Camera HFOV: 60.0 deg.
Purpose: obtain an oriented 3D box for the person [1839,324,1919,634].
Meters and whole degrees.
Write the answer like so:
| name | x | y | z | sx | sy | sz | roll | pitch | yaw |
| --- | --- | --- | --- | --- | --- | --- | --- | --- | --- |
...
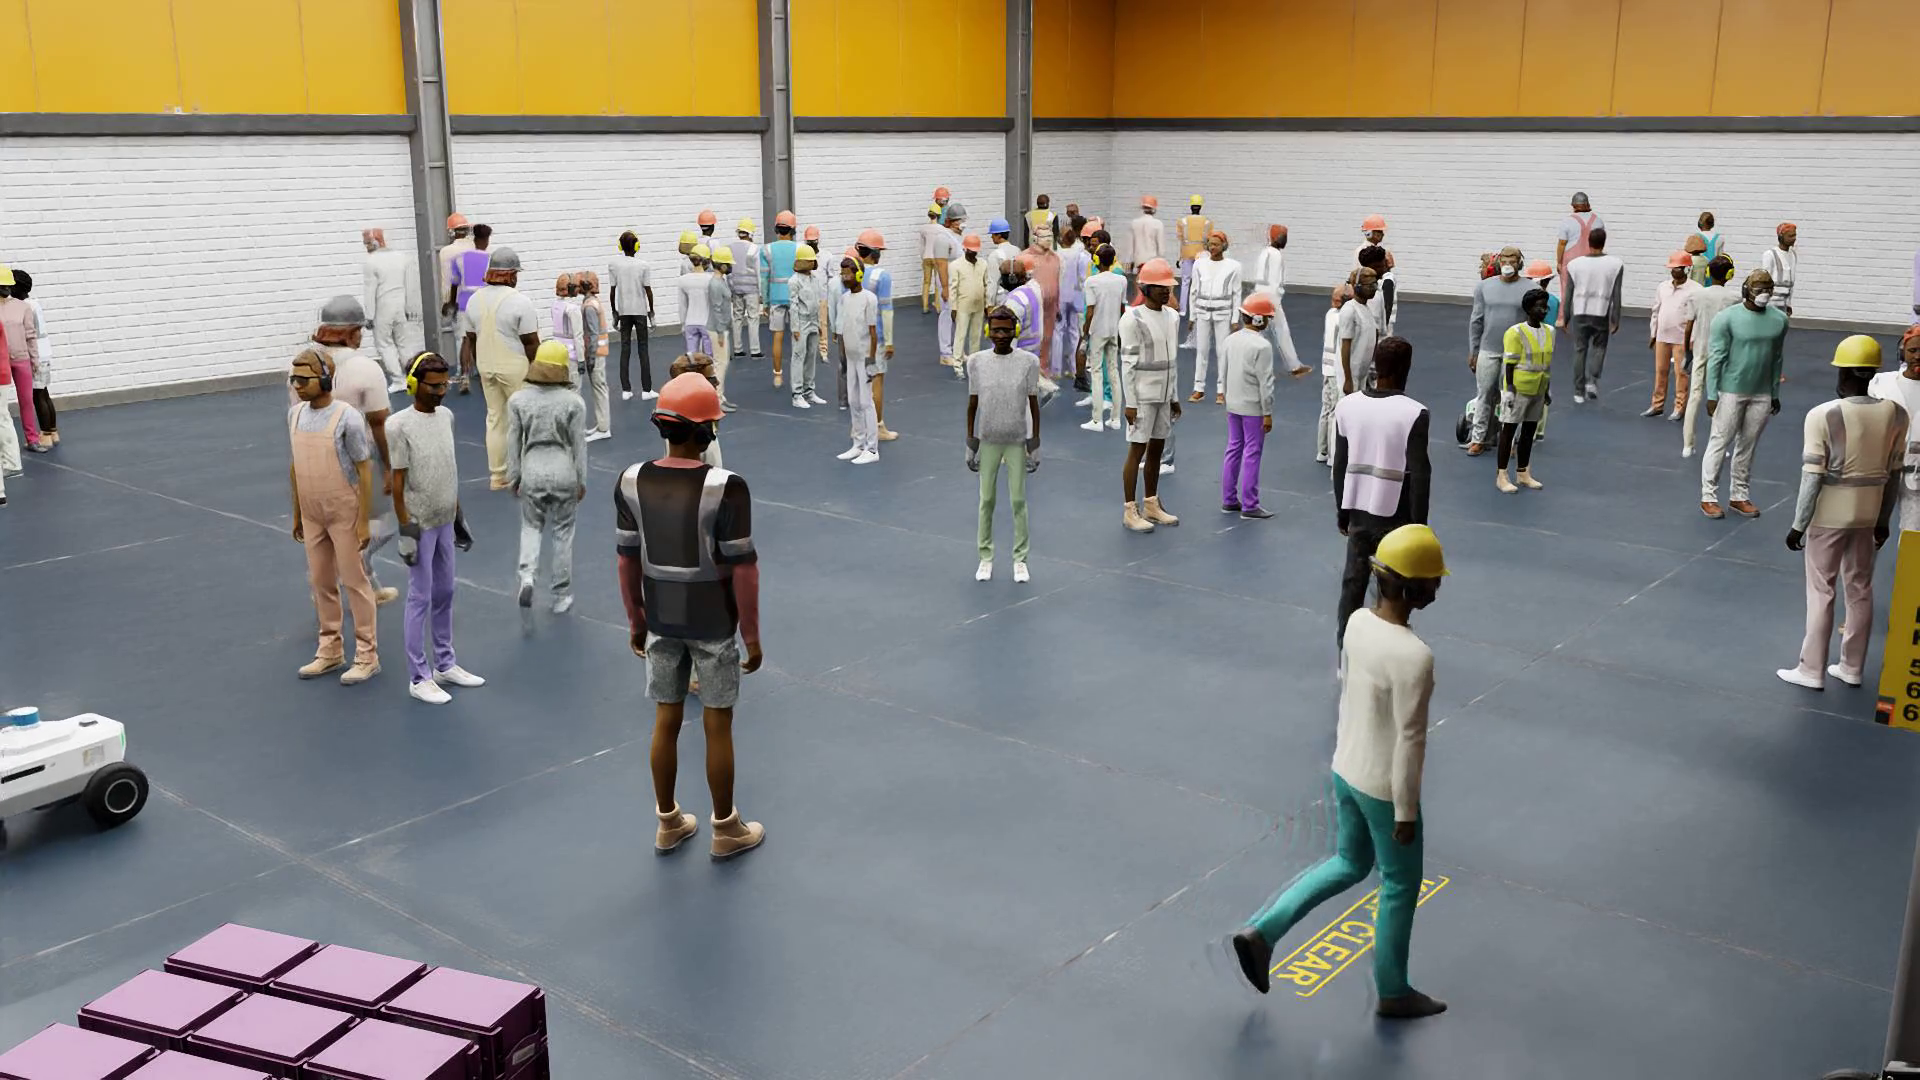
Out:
| name | x | y | z | sx | sy | sz | roll | pitch | yaw |
| --- | --- | --- | --- | --- | --- | --- | --- | --- | --- |
| person | 5.565 | -0.336 | 9.837 | 0.575 | 1.883 | 0.355 | 7 | 16 | 25 |

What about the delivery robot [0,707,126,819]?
| name | x | y | z | sx | sy | sz | roll | pitch | yaw |
| --- | --- | --- | --- | --- | --- | --- | --- | --- | --- |
| delivery robot | -3.995 | 0.961 | 7.157 | 0.477 | 0.478 | 0.707 | 9 | 17 | 32 |

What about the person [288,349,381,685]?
| name | x | y | z | sx | sy | sz | roll | pitch | yaw |
| --- | --- | --- | --- | --- | --- | --- | --- | --- | --- |
| person | -3.432 | -0.125 | 9.067 | 0.518 | 1.844 | 0.329 | 6 | 15 | 22 |

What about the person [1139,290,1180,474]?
| name | x | y | z | sx | sy | sz | roll | pitch | yaw |
| --- | --- | --- | --- | --- | --- | --- | --- | --- | --- |
| person | 1.756 | -1.393 | 14.565 | 0.285 | 1.633 | 0.497 | -3 | 14 | -10 |

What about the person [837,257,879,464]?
| name | x | y | z | sx | sy | sz | roll | pitch | yaw |
| --- | --- | --- | --- | --- | --- | --- | --- | --- | --- |
| person | -0.929 | -1.618 | 15.025 | 0.346 | 1.857 | 0.523 | -11 | 18 | -37 |

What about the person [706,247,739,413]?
| name | x | y | z | sx | sy | sz | roll | pitch | yaw |
| --- | --- | --- | --- | --- | --- | --- | --- | --- | --- |
| person | -2.520 | -2.224 | 17.652 | 0.342 | 1.754 | 0.531 | -1 | 14 | -3 |

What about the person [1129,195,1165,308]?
| name | x | y | z | sx | sy | sz | roll | pitch | yaw |
| --- | --- | --- | --- | --- | --- | --- | --- | --- | --- |
| person | 2.846 | -4.306 | 25.550 | 0.622 | 1.967 | 0.925 | 14 | 19 | 43 |

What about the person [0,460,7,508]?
| name | x | y | z | sx | sy | sz | roll | pitch | yaw |
| --- | --- | --- | --- | --- | --- | --- | --- | --- | --- |
| person | -7.870 | -1.139 | 13.180 | 0.585 | 1.824 | 0.405 | 13 | 19 | 41 |

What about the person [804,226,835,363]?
| name | x | y | z | sx | sy | sz | roll | pitch | yaw |
| --- | --- | --- | --- | --- | --- | --- | --- | --- | --- |
| person | -1.876 | -3.132 | 21.271 | 0.563 | 1.751 | 0.330 | -2 | 14 | -6 |

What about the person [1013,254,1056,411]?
| name | x | y | z | sx | sy | sz | roll | pitch | yaw |
| --- | --- | --- | --- | --- | --- | --- | --- | --- | --- |
| person | 0.725 | -2.132 | 17.347 | 0.455 | 1.709 | 0.599 | 0 | 14 | 0 |

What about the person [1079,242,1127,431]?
| name | x | y | z | sx | sy | sz | roll | pitch | yaw |
| --- | --- | --- | --- | --- | --- | --- | --- | --- | --- |
| person | 1.426 | -2.020 | 16.596 | 0.535 | 1.869 | 0.312 | -8 | 16 | -29 |

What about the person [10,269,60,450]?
| name | x | y | z | sx | sy | sz | roll | pitch | yaw |
| --- | --- | --- | --- | --- | --- | --- | --- | --- | --- |
| person | -8.763 | -1.708 | 15.720 | 0.320 | 1.686 | 0.539 | -5 | 15 | -18 |

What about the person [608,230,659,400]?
| name | x | y | z | sx | sy | sz | roll | pitch | yaw |
| --- | --- | --- | --- | --- | --- | --- | --- | --- | --- |
| person | -3.625 | -2.491 | 18.467 | 0.513 | 1.876 | 0.328 | 1 | 14 | 6 |

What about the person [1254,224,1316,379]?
| name | x | y | z | sx | sy | sz | roll | pitch | yaw |
| --- | --- | --- | --- | --- | --- | --- | --- | --- | --- |
| person | 3.811 | -2.829 | 19.877 | 0.960 | 1.840 | 0.594 | -2 | 14 | -9 |

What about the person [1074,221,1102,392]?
| name | x | y | z | sx | sy | sz | roll | pitch | yaw |
| --- | --- | --- | --- | --- | --- | --- | --- | --- | --- |
| person | 1.480 | -2.666 | 19.038 | 0.355 | 1.934 | 0.553 | 0 | 14 | 2 |

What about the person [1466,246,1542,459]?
| name | x | y | z | sx | sy | sz | roll | pitch | yaw |
| --- | --- | --- | --- | --- | --- | --- | --- | --- | --- |
| person | 4.972 | -1.715 | 15.232 | 0.627 | 1.941 | 0.370 | 6 | 15 | 23 |

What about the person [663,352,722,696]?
| name | x | y | z | sx | sy | sz | roll | pitch | yaw |
| --- | --- | --- | --- | --- | --- | --- | --- | --- | --- |
| person | -1.397 | -0.084 | 8.901 | 0.335 | 1.846 | 0.513 | 0 | 14 | -2 |

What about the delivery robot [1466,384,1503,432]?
| name | x | y | z | sx | sy | sz | roll | pitch | yaw |
| --- | --- | --- | --- | --- | --- | --- | --- | --- | --- |
| delivery robot | 5.157 | -1.278 | 16.103 | 0.477 | 0.478 | 0.707 | 9 | 16 | 31 |

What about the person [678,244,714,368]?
| name | x | y | z | sx | sy | sz | roll | pitch | yaw |
| --- | --- | --- | --- | --- | --- | --- | --- | --- | --- |
| person | -2.775 | -2.299 | 17.937 | 0.523 | 1.760 | 0.327 | 5 | 15 | 18 |

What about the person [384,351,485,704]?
| name | x | y | z | sx | sy | sz | roll | pitch | yaw |
| --- | --- | --- | --- | --- | --- | --- | --- | --- | --- |
| person | -2.794 | -0.074 | 8.832 | 0.326 | 1.865 | 0.518 | 5 | 15 | 20 |

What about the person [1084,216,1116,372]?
| name | x | y | z | sx | sy | sz | roll | pitch | yaw |
| --- | --- | --- | --- | --- | --- | --- | --- | --- | --- |
| person | 1.654 | -3.039 | 20.590 | 0.410 | 1.909 | 0.643 | -6 | 15 | -23 |

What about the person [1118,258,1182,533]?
| name | x | y | z | sx | sy | sz | roll | pitch | yaw |
| --- | --- | --- | --- | --- | --- | --- | --- | --- | --- |
| person | 1.453 | -1.087 | 12.512 | 0.371 | 2.044 | 0.608 | 13 | 19 | 43 |

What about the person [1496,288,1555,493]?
| name | x | y | z | sx | sy | sz | roll | pitch | yaw |
| --- | --- | --- | --- | --- | --- | --- | --- | --- | --- |
| person | 4.716 | -1.242 | 13.833 | 0.532 | 1.697 | 0.322 | -7 | 16 | -27 |

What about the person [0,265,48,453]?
| name | x | y | z | sx | sy | sz | roll | pitch | yaw |
| --- | --- | --- | --- | --- | --- | --- | --- | --- | --- |
| person | -8.750 | -1.644 | 15.322 | 0.341 | 1.761 | 0.525 | 12 | 18 | 39 |

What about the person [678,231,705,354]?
| name | x | y | z | sx | sy | sz | roll | pitch | yaw |
| --- | --- | --- | --- | --- | --- | --- | --- | --- | --- |
| person | -3.276 | -2.898 | 20.353 | 0.299 | 1.746 | 0.483 | 4 | 15 | 17 |

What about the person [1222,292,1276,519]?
| name | x | y | z | sx | sy | sz | roll | pitch | yaw |
| --- | --- | --- | --- | --- | --- | --- | --- | --- | --- |
| person | 2.265 | -1.044 | 12.929 | 0.340 | 1.749 | 0.572 | -7 | 16 | -25 |

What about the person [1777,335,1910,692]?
| name | x | y | z | sx | sy | sz | roll | pitch | yaw |
| --- | --- | --- | --- | --- | --- | --- | --- | --- | --- |
| person | 4.739 | -0.139 | 8.960 | 0.593 | 1.924 | 0.381 | -3 | 14 | -10 |

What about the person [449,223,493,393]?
| name | x | y | z | sx | sy | sz | roll | pitch | yaw |
| --- | --- | --- | --- | --- | --- | --- | --- | --- | --- |
| person | -5.546 | -2.647 | 19.014 | 0.692 | 1.927 | 0.920 | 0 | 14 | 0 |

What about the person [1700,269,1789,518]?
| name | x | y | z | sx | sy | sz | roll | pitch | yaw |
| --- | --- | --- | --- | --- | --- | --- | --- | --- | --- |
| person | 6.075 | -1.130 | 12.896 | 0.635 | 1.937 | 0.355 | -2 | 14 | -10 |

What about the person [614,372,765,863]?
| name | x | y | z | sx | sy | sz | roll | pitch | yaw |
| --- | --- | --- | --- | --- | --- | --- | --- | --- | --- |
| person | -1.093 | 0.327 | 6.862 | 0.615 | 2.042 | 0.372 | 5 | 15 | 18 |

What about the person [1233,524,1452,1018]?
| name | x | y | z | sx | sy | sz | roll | pitch | yaw |
| --- | --- | --- | --- | --- | --- | --- | --- | --- | --- |
| person | 1.326 | 0.803 | 5.579 | 0.670 | 1.749 | 0.533 | -3 | 14 | -12 |

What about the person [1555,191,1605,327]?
| name | x | y | z | sx | sy | sz | roll | pitch | yaw |
| --- | --- | --- | --- | --- | --- | --- | --- | --- | --- |
| person | 9.305 | -4.237 | 25.104 | 0.681 | 2.000 | 0.535 | -1 | 14 | -4 |

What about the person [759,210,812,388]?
| name | x | y | z | sx | sy | sz | roll | pitch | yaw |
| --- | --- | --- | --- | --- | --- | --- | --- | --- | --- |
| person | -2.002 | -2.780 | 19.278 | 0.612 | 2.043 | 0.374 | 1 | 14 | 2 |

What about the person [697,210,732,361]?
| name | x | y | z | sx | sy | sz | roll | pitch | yaw |
| --- | --- | --- | --- | --- | --- | --- | --- | --- | --- |
| person | -3.226 | -3.272 | 21.450 | 0.545 | 1.942 | 0.347 | 12 | 18 | 40 |

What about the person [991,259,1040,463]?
| name | x | y | z | sx | sy | sz | roll | pitch | yaw |
| --- | --- | --- | --- | --- | --- | --- | --- | --- | --- |
| person | 0.497 | -1.617 | 15.062 | 0.429 | 1.835 | 0.626 | 4 | 15 | 15 |

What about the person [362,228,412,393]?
| name | x | y | z | sx | sy | sz | roll | pitch | yaw |
| --- | --- | --- | --- | --- | --- | --- | --- | --- | --- |
| person | -6.512 | -2.613 | 18.978 | 0.408 | 1.876 | 0.799 | 6 | 15 | 24 |

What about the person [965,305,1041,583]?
| name | x | y | z | sx | sy | sz | roll | pitch | yaw |
| --- | --- | --- | --- | --- | --- | --- | --- | --- | --- |
| person | 0.287 | -0.638 | 11.092 | 0.511 | 1.863 | 0.327 | 2 | 14 | 7 |

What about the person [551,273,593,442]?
| name | x | y | z | sx | sy | sz | roll | pitch | yaw |
| --- | --- | --- | --- | --- | --- | --- | --- | --- | --- |
| person | -3.747 | -1.740 | 15.963 | 0.314 | 1.629 | 0.509 | -11 | 18 | -38 |
